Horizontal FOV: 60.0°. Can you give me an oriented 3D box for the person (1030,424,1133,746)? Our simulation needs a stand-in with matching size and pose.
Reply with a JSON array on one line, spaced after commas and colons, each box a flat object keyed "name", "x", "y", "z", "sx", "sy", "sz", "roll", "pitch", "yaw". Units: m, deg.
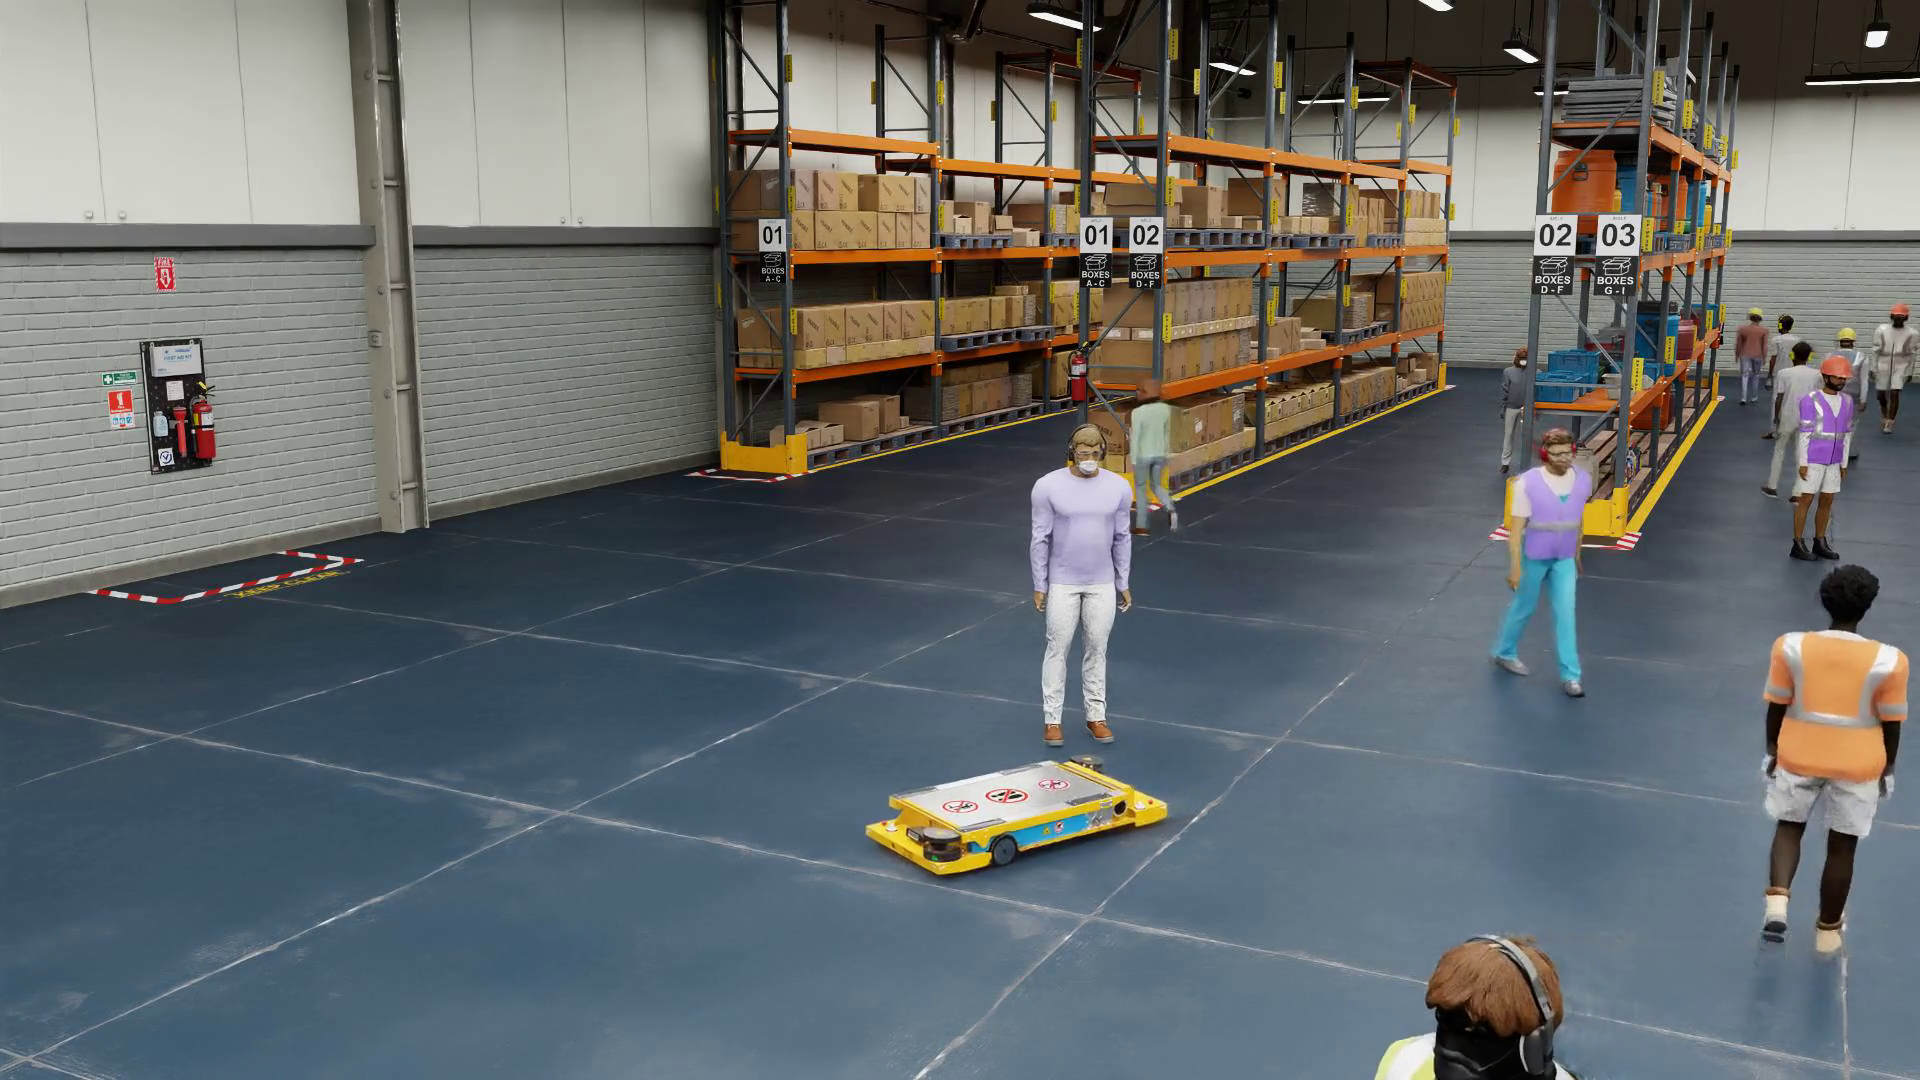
[{"name": "person", "x": 0.728, "y": 0.265, "z": 9.930, "sx": 0.627, "sy": 1.936, "sz": 0.372, "roll": -2, "pitch": 11, "yaw": -10}]

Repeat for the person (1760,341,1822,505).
[{"name": "person", "x": 9.524, "y": -1.356, "z": 19.044, "sx": 0.541, "sy": 1.834, "sz": 0.863, "roll": 2, "pitch": 11, "yaw": 9}]

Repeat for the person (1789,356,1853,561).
[{"name": "person", "x": 8.084, "y": -0.757, "z": 15.543, "sx": 0.540, "sy": 1.930, "sz": 0.386, "roll": -2, "pitch": 11, "yaw": -11}]

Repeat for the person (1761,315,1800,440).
[{"name": "person", "x": 12.236, "y": -2.415, "z": 24.766, "sx": 0.515, "sy": 1.864, "sz": 0.344, "roll": -3, "pitch": 11, "yaw": -16}]

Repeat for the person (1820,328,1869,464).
[{"name": "person", "x": 11.765, "y": -1.912, "z": 22.122, "sx": 0.625, "sy": 1.810, "sz": 0.690, "roll": 9, "pitch": 13, "yaw": 39}]

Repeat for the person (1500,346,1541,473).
[{"name": "person", "x": 7.157, "y": -1.660, "z": 21.255, "sx": 0.497, "sy": 1.632, "sz": 0.289, "roll": 3, "pitch": 11, "yaw": 18}]

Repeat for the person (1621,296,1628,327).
[{"name": "person", "x": 13.986, "y": -4.254, "z": 34.591, "sx": 0.925, "sy": 1.927, "sz": 0.613, "roll": -1, "pitch": 10, "yaw": -6}]

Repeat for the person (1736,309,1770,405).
[{"name": "person", "x": 14.263, "y": -3.301, "z": 29.964, "sx": 0.534, "sy": 1.723, "sz": 0.899, "roll": 6, "pitch": 12, "yaw": 28}]

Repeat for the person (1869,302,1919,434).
[{"name": "person", "x": 14.389, "y": -2.663, "z": 25.642, "sx": 0.640, "sy": 2.026, "sz": 0.665, "roll": 8, "pitch": 13, "yaw": 37}]

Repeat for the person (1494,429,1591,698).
[{"name": "person", "x": 3.943, "y": 0.122, "z": 11.164, "sx": 0.636, "sy": 1.777, "sz": 0.978, "roll": -2, "pitch": 11, "yaw": -12}]

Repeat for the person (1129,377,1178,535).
[{"name": "person", "x": 1.944, "y": -0.828, "z": 16.743, "sx": 0.511, "sy": 1.616, "sz": 0.507, "roll": -6, "pitch": 12, "yaw": -31}]

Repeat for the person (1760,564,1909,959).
[{"name": "person", "x": 3.613, "y": 0.942, "z": 6.923, "sx": 0.535, "sy": 1.688, "sz": 0.421, "roll": 7, "pitch": 13, "yaw": 35}]

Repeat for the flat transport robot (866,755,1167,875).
[{"name": "flat transport robot", "x": 0.298, "y": 1.371, "z": 8.442, "sx": 1.431, "sy": 0.197, "sz": 0.652, "roll": -7, "pitch": 13, "yaw": -34}]

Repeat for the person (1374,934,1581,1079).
[{"name": "person", "x": 0.981, "y": 1.579, "z": 3.065, "sx": 0.717, "sy": 1.824, "sz": 0.646, "roll": -6, "pitch": 12, "yaw": -30}]
